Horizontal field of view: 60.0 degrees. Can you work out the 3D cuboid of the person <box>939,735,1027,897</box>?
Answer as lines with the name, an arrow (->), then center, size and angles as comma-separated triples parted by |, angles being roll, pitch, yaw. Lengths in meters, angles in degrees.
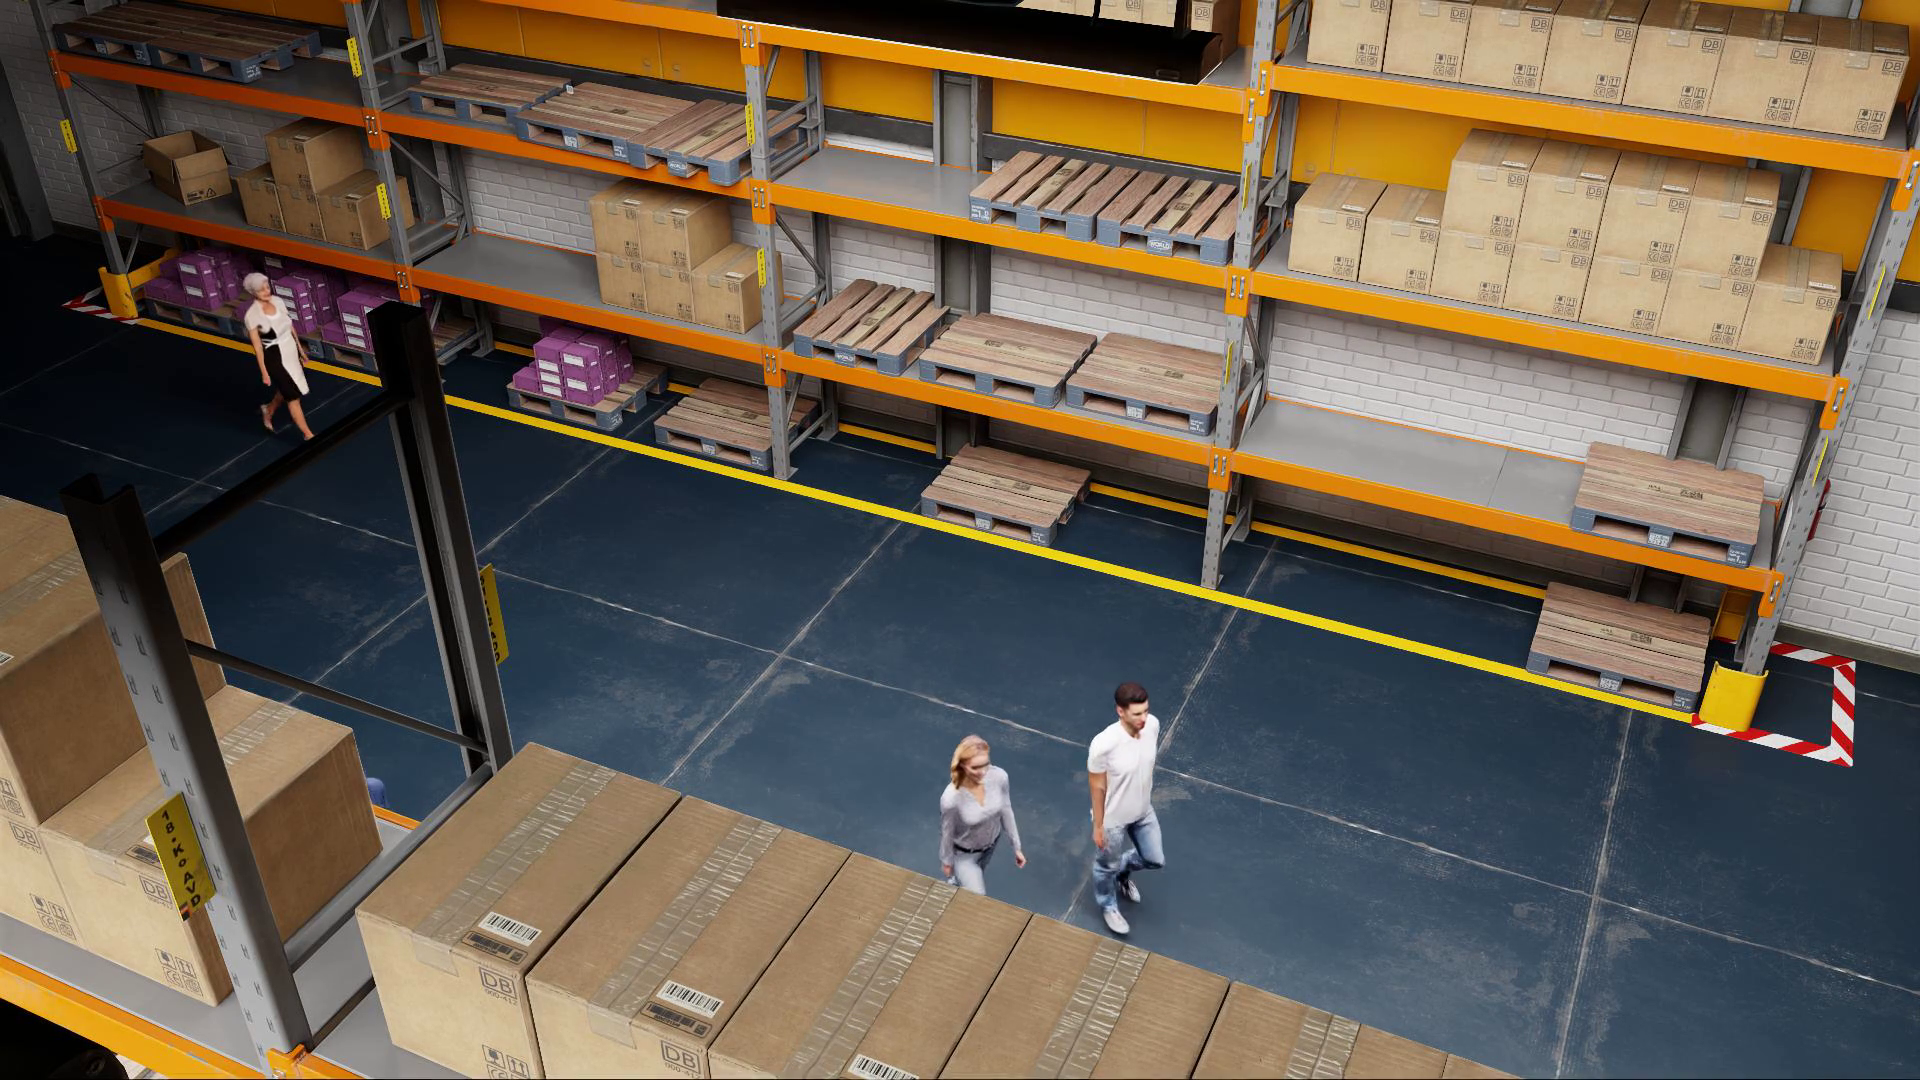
person -> 0.046, 1.801, 9.792 | 1.017, 1.751, 1.238 | -20, 39, -27

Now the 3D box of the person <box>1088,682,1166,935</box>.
person -> 0.931, 1.571, 10.050 | 0.833, 1.848, 0.881 | -18, 38, -25

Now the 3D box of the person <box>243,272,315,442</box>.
person -> -6.150, -1.607, 14.938 | 1.039, 1.730, 0.698 | 11, 35, 16
